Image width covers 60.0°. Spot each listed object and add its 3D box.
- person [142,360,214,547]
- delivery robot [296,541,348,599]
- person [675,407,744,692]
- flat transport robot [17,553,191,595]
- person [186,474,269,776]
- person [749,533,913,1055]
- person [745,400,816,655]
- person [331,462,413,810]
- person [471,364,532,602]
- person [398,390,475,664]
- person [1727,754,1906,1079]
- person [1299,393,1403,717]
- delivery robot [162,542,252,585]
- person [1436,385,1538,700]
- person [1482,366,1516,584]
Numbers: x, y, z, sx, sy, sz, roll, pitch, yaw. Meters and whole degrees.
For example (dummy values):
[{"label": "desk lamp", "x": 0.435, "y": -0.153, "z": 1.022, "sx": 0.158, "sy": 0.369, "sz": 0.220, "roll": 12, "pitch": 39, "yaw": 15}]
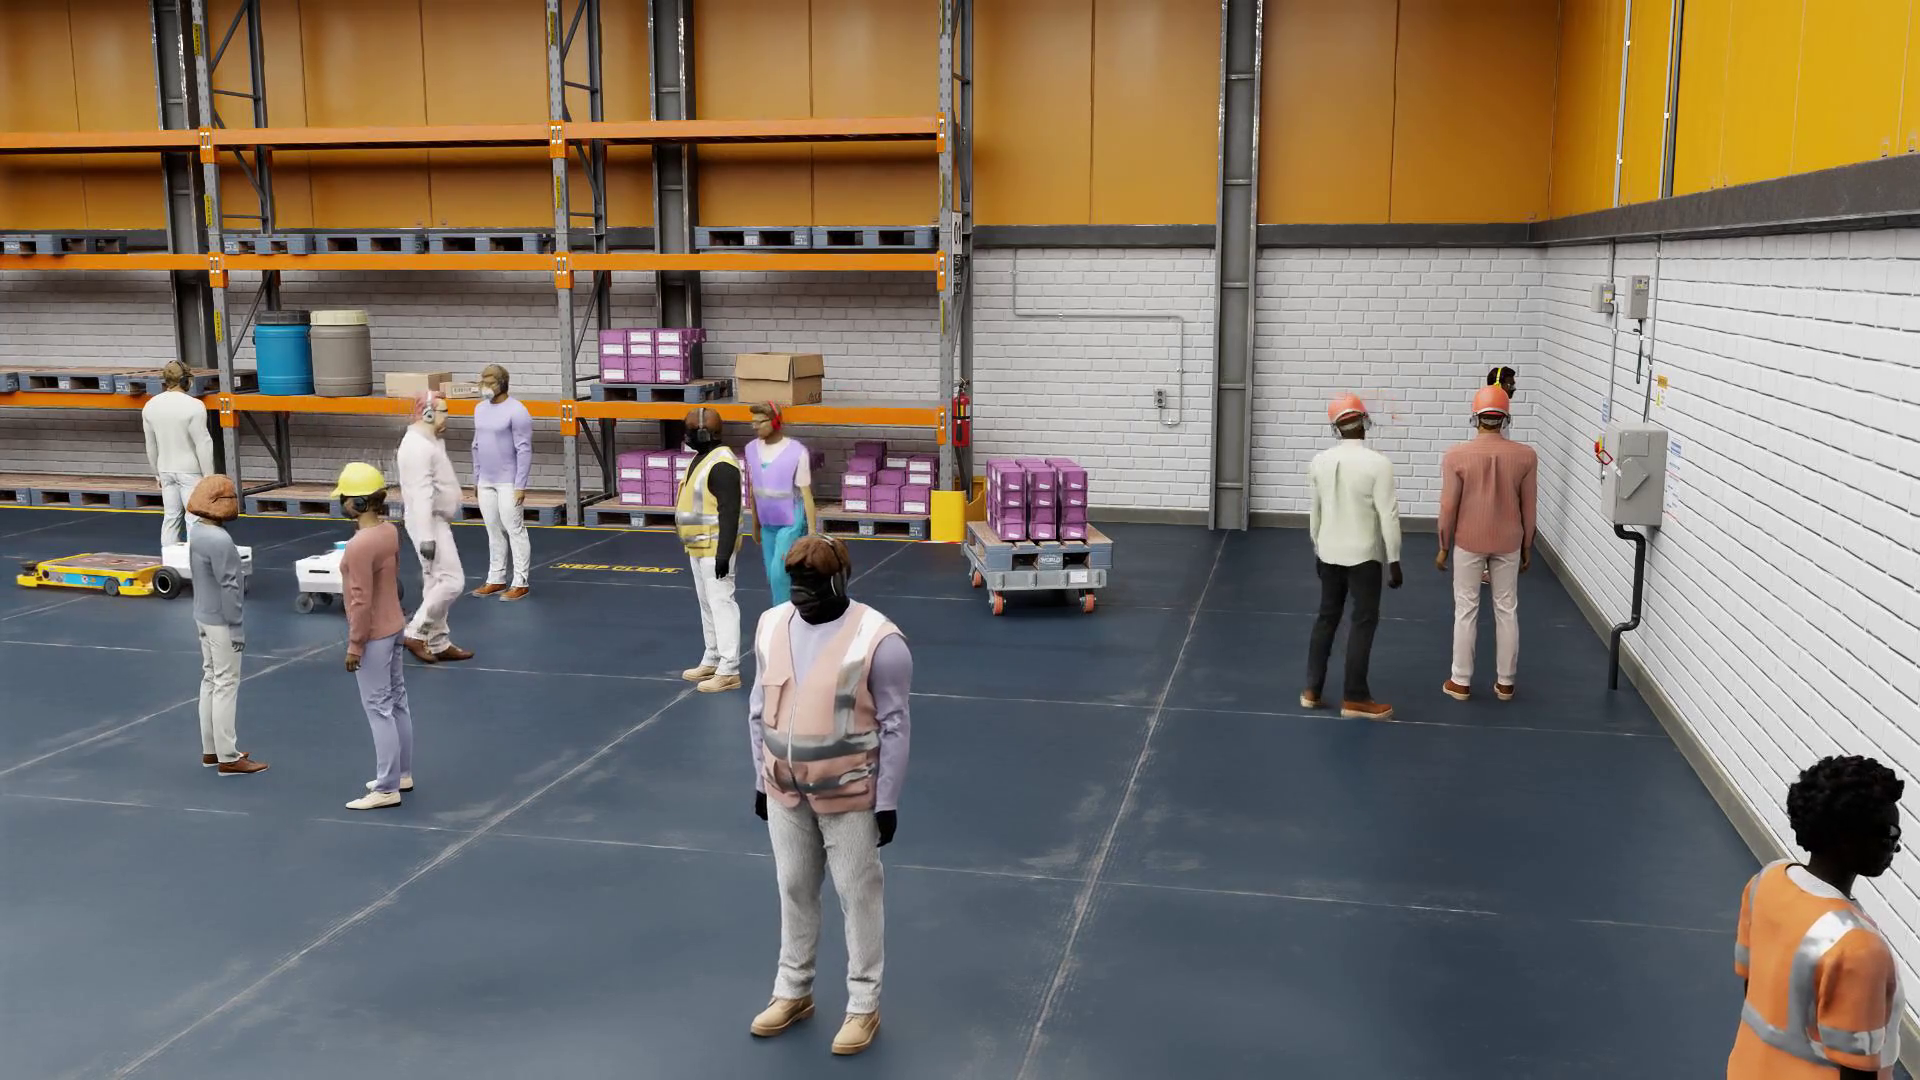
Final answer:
[{"label": "person", "x": -6.562, "y": -0.549, "z": 14.056, "sx": 0.627, "sy": 1.941, "sz": 0.371, "roll": 3, "pitch": 10, "yaw": 17}, {"label": "delivery robot", "x": -4.851, "y": 0.254, "z": 13.115, "sx": 0.707, "sy": 0.478, "sz": 0.477, "roll": 2, "pitch": 10, "yaw": 10}, {"label": "person", "x": -1.621, "y": 0.058, "z": 10.760, "sx": 0.429, "sy": 1.839, "sz": 0.633, "roll": -4, "pitch": 10, "yaw": -24}, {"label": "flat transport robot", "x": -7.194, "y": 0.274, "z": 14.115, "sx": 1.431, "sy": 0.197, "sz": 0.652, "roll": 3, "pitch": 10, "yaw": 20}, {"label": "person", "x": -3.999, "y": 0.455, "z": 9.016, "sx": 0.268, "sy": 1.631, "sz": 0.509, "roll": -8, "pitch": 13, "yaw": -40}, {"label": "person", "x": -0.479, "y": 0.884, "z": 5.863, "sx": 0.624, "sy": 1.844, "sz": 0.430, "roll": 5, "pitch": 11, "yaw": 27}, {"label": "person", "x": -1.214, "y": -0.116, "z": 11.881, "sx": 0.617, "sy": 1.807, "sz": 0.755, "roll": 8, "pitch": 12, "yaw": 38}, {"label": "person", "x": -2.990, "y": 0.483, "z": 8.457, "sx": 0.308, "sy": 1.770, "sz": 0.522, "roll": 0, "pitch": 10, "yaw": -1}, {"label": "person", "x": -3.750, "y": -0.469, "z": 13.584, "sx": 0.632, "sy": 1.940, "sz": 0.372, "roll": 6, "pitch": 11, "yaw": 33}, {"label": "person", "x": -3.595, "y": -0.078, "z": 11.382, "sx": 0.414, "sy": 1.894, "sz": 0.676, "roll": -2, "pitch": 10, "yaw": -14}, {"label": "person", "x": 1.930, "y": 1.307, "z": 3.774, "sx": 0.316, "sy": 1.698, "sz": 0.541, "roll": 0, "pitch": 10, "yaw": 3}, {"label": "person", "x": 2.357, "y": 0.105, "z": 10.117, "sx": 0.410, "sy": 1.964, "sz": 0.701, "roll": -6, "pitch": 11, "yaw": -33}, {"label": "delivery robot", "x": -6.191, "y": 0.158, "z": 13.683, "sx": 0.707, "sy": 0.478, "sz": 0.477, "roll": 4, "pitch": 10, "yaw": 20}, {"label": "person", "x": 3.317, "y": 0.023, "z": 10.498, "sx": 0.608, "sy": 1.996, "sz": 0.379, "roll": 1, "pitch": 10, "yaw": 4}, {"label": "person", "x": 4.608, "y": -0.557, "z": 14.309, "sx": 0.315, "sy": 1.870, "sz": 0.532, "roll": 3, "pitch": 10, "yaw": 18}]
